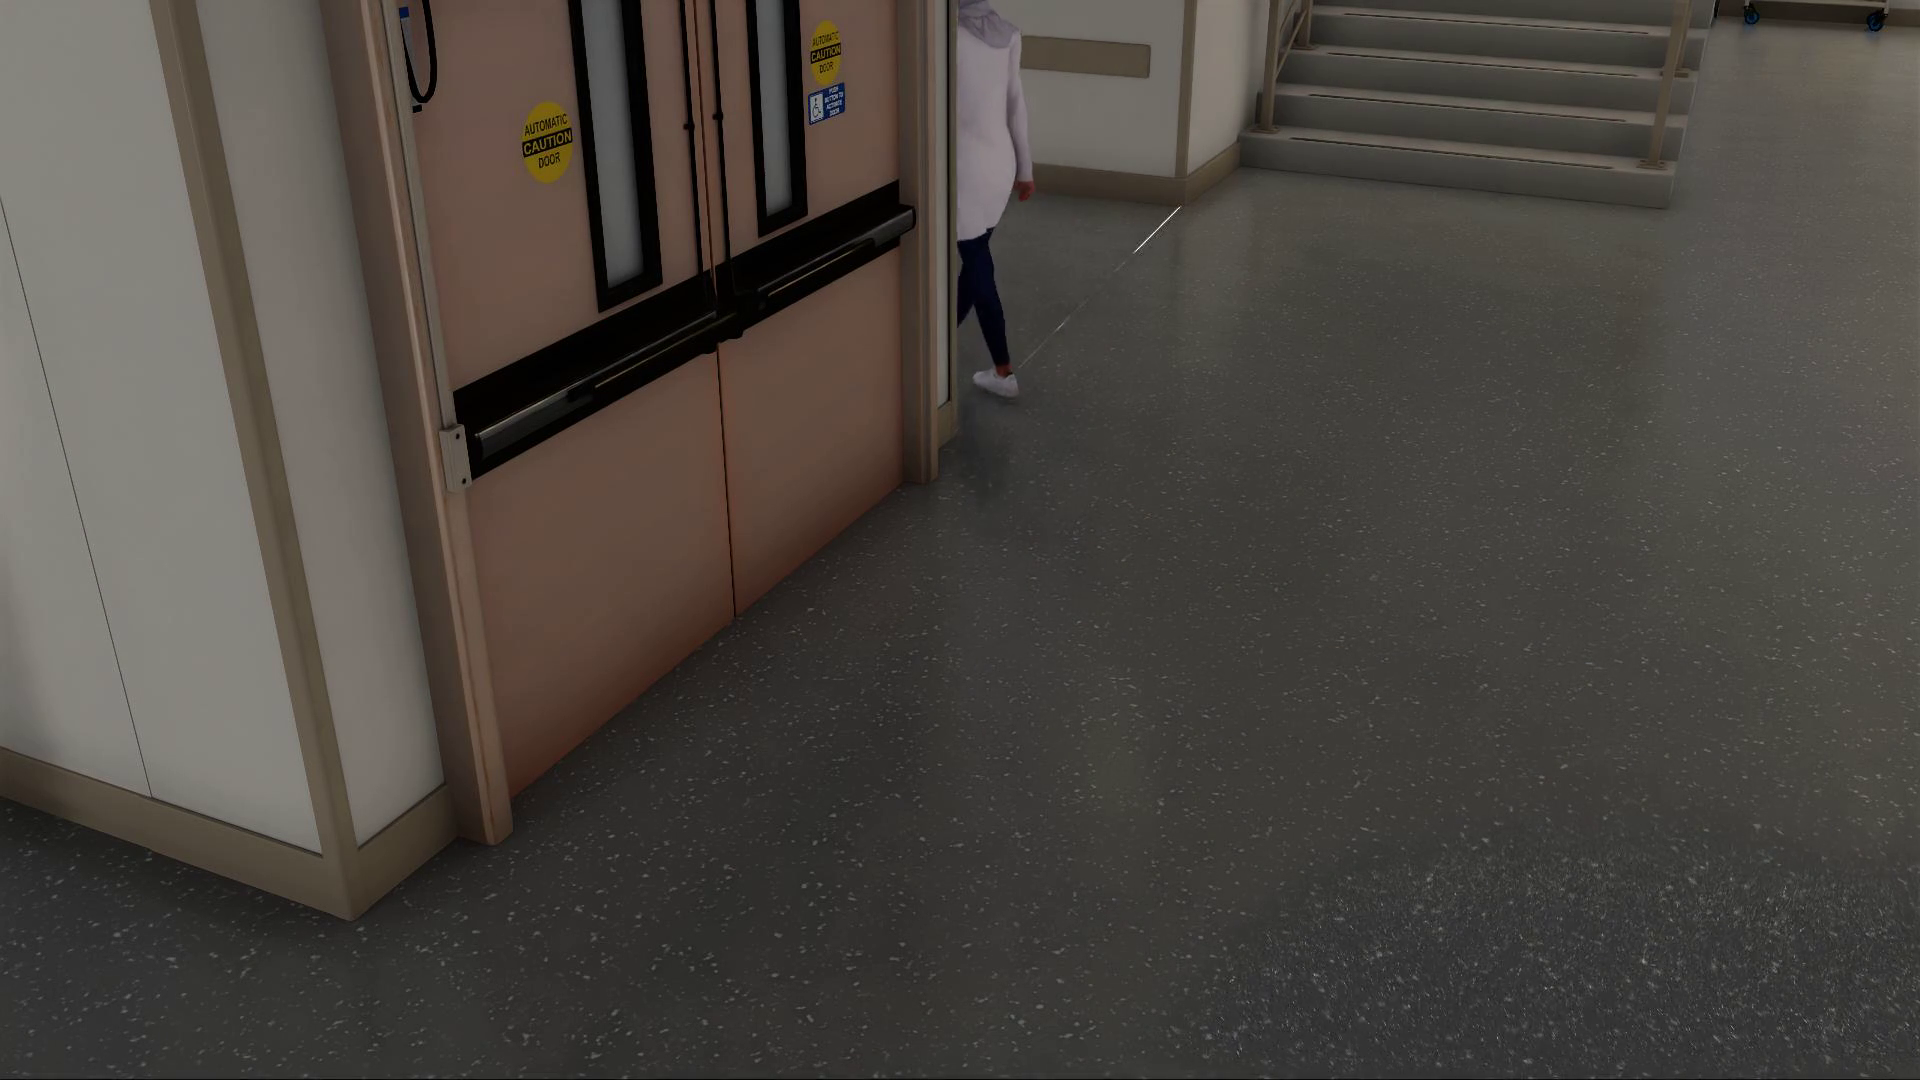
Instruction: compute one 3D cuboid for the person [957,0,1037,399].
[{"bbox_3d":[0.104,-1.410,6.633,1.120,1.734,1.059,-15,29,-28],"label":"person"}]
